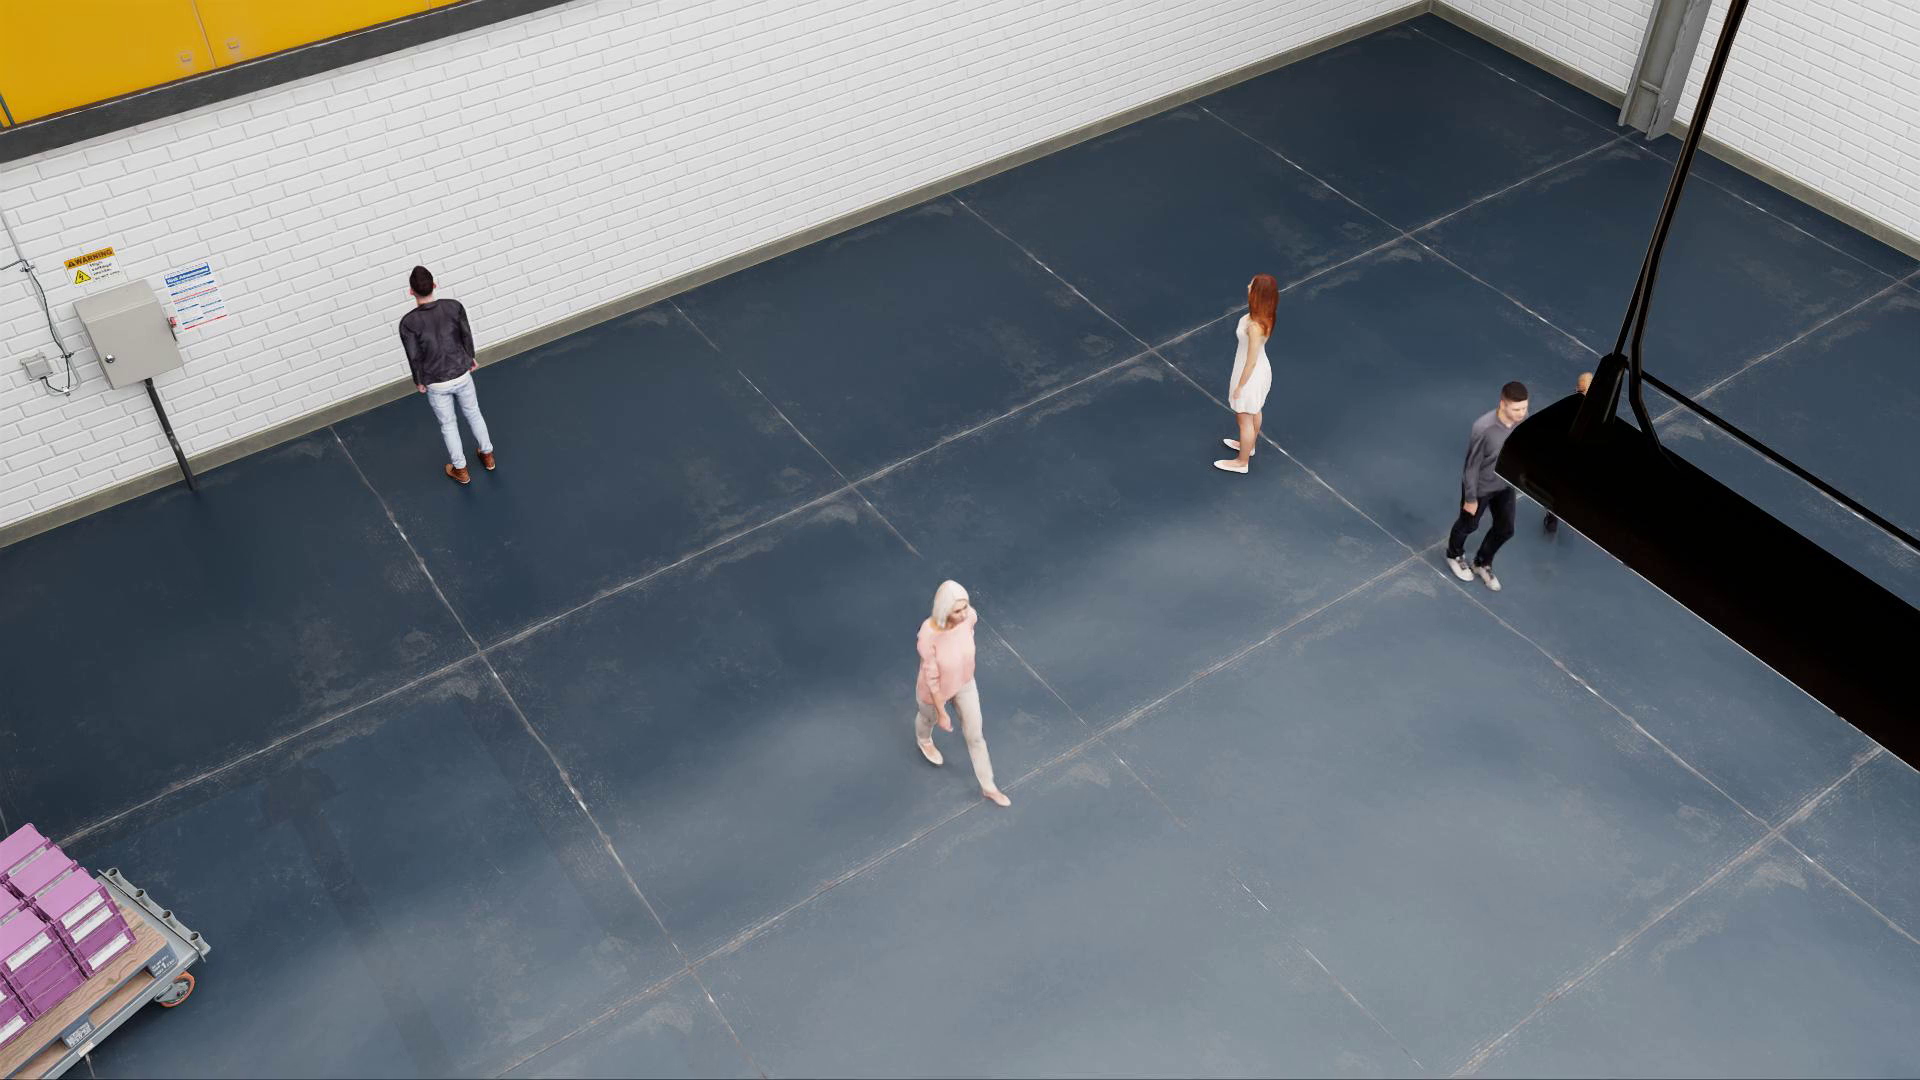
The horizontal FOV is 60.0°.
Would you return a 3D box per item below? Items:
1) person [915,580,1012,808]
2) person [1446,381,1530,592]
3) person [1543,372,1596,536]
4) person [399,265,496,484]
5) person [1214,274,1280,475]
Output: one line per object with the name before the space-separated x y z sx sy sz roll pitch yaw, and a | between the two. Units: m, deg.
person | -0.142 0.838 10.079 0.624 1.682 1.069 -28 50 -26
person | 3.557 -0.440 11.372 0.690 1.749 0.736 -18 46 -18
person | 4.364 -0.608 11.912 0.863 1.248 0.951 6 44 6
person | -3.736 -1.200 12.107 0.663 1.836 0.552 -30 51 -28
person | 2.147 -1.231 12.229 0.678 1.712 0.647 16 46 16
